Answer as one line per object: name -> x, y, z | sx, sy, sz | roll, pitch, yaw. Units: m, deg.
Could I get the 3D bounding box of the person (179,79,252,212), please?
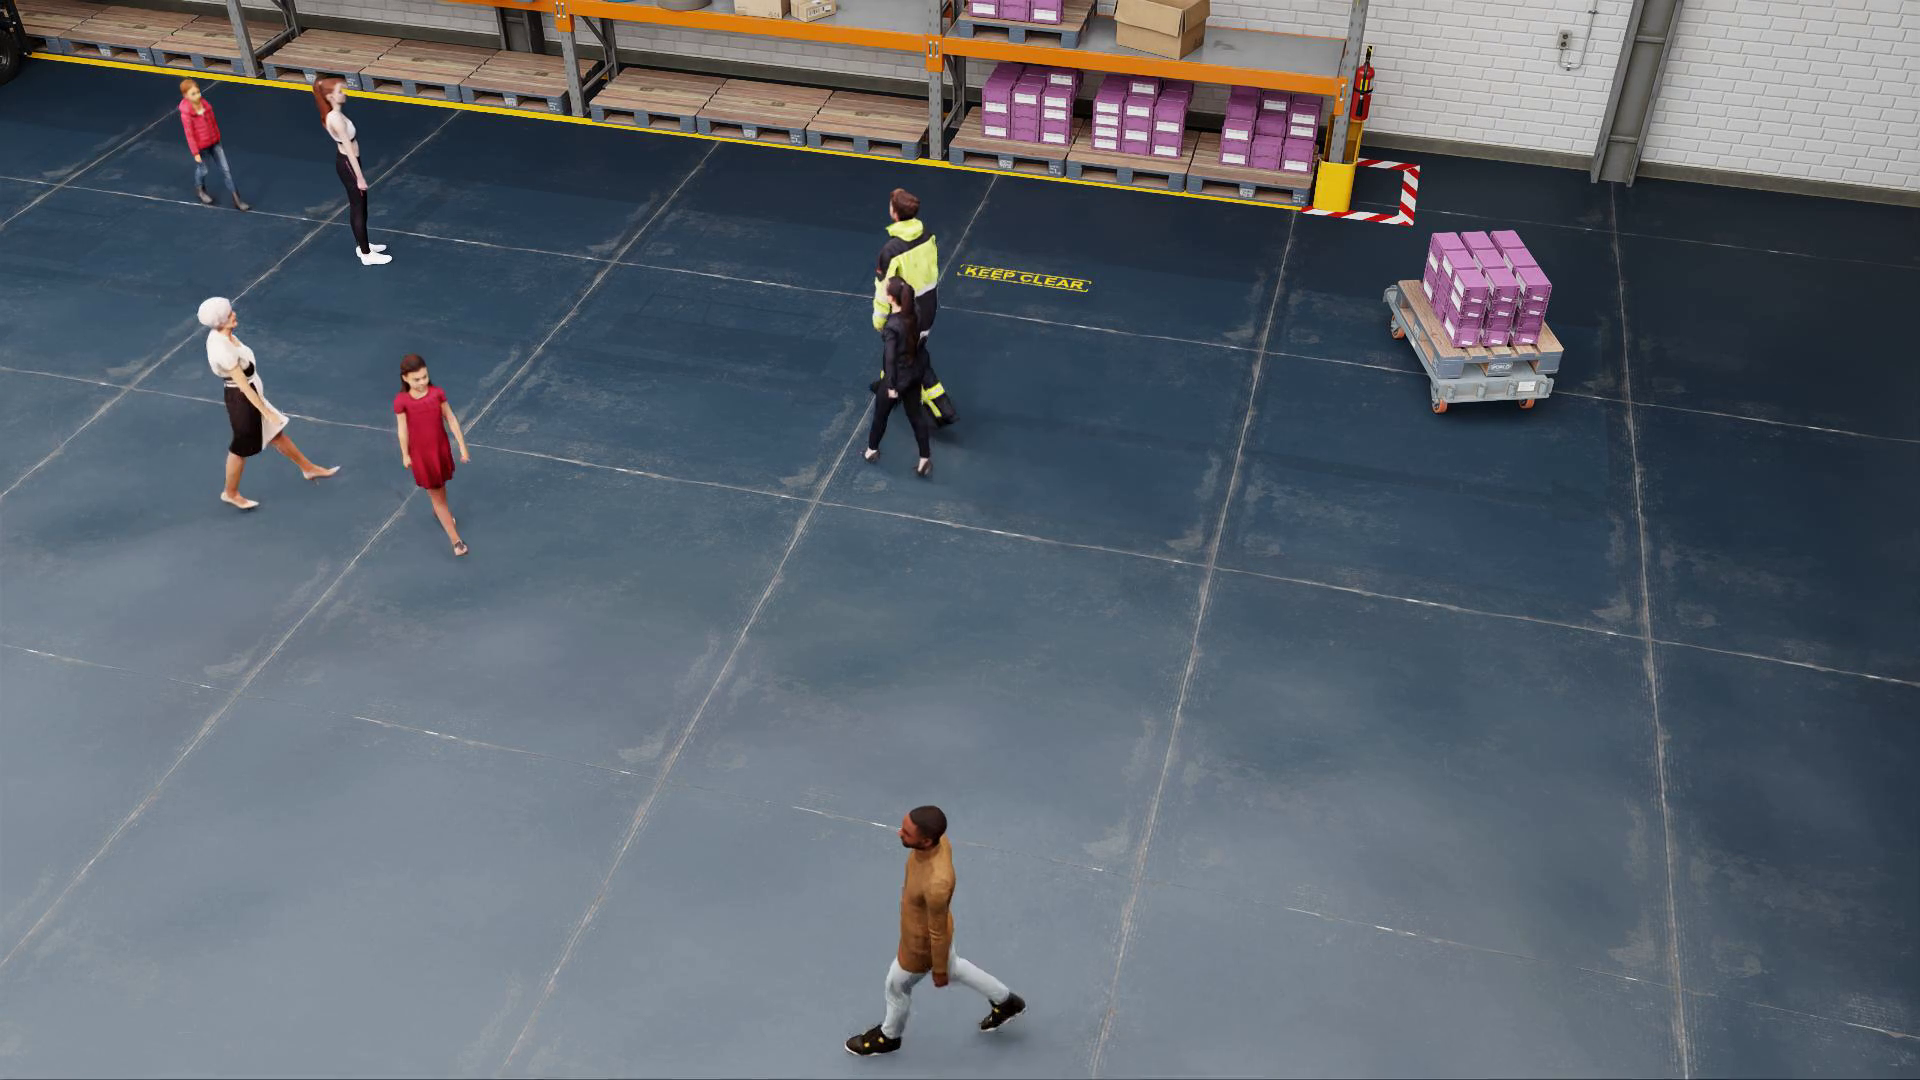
person -> -7.255, -3.778, 15.898 | 0.980, 1.288, 0.726 | 23, 44, 26

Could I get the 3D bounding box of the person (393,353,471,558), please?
person -> -3.796, -0.684, 11.839 | 0.931, 1.517, 1.054 | -25, 45, -28

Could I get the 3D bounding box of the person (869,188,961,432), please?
person -> -0.337, -1.725, 12.801 | 1.362, 1.944, 1.088 | 25, 45, 28

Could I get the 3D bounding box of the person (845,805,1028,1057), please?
person -> -0.078, 1.966, 8.309 | 1.283, 1.782, 0.951 | -4, 39, -5

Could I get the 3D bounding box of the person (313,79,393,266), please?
person -> -5.484, -3.311, 14.951 | 0.714, 1.740, 0.669 | -17, 41, -20

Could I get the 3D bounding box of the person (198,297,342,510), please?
person -> -5.242, -0.914, 11.974 | 1.175, 1.709, 1.014 | -13, 40, -15

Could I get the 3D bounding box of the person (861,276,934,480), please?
person -> -0.363, -1.179, 12.324 | 0.955, 1.687, 0.792 | 25, 45, 28
